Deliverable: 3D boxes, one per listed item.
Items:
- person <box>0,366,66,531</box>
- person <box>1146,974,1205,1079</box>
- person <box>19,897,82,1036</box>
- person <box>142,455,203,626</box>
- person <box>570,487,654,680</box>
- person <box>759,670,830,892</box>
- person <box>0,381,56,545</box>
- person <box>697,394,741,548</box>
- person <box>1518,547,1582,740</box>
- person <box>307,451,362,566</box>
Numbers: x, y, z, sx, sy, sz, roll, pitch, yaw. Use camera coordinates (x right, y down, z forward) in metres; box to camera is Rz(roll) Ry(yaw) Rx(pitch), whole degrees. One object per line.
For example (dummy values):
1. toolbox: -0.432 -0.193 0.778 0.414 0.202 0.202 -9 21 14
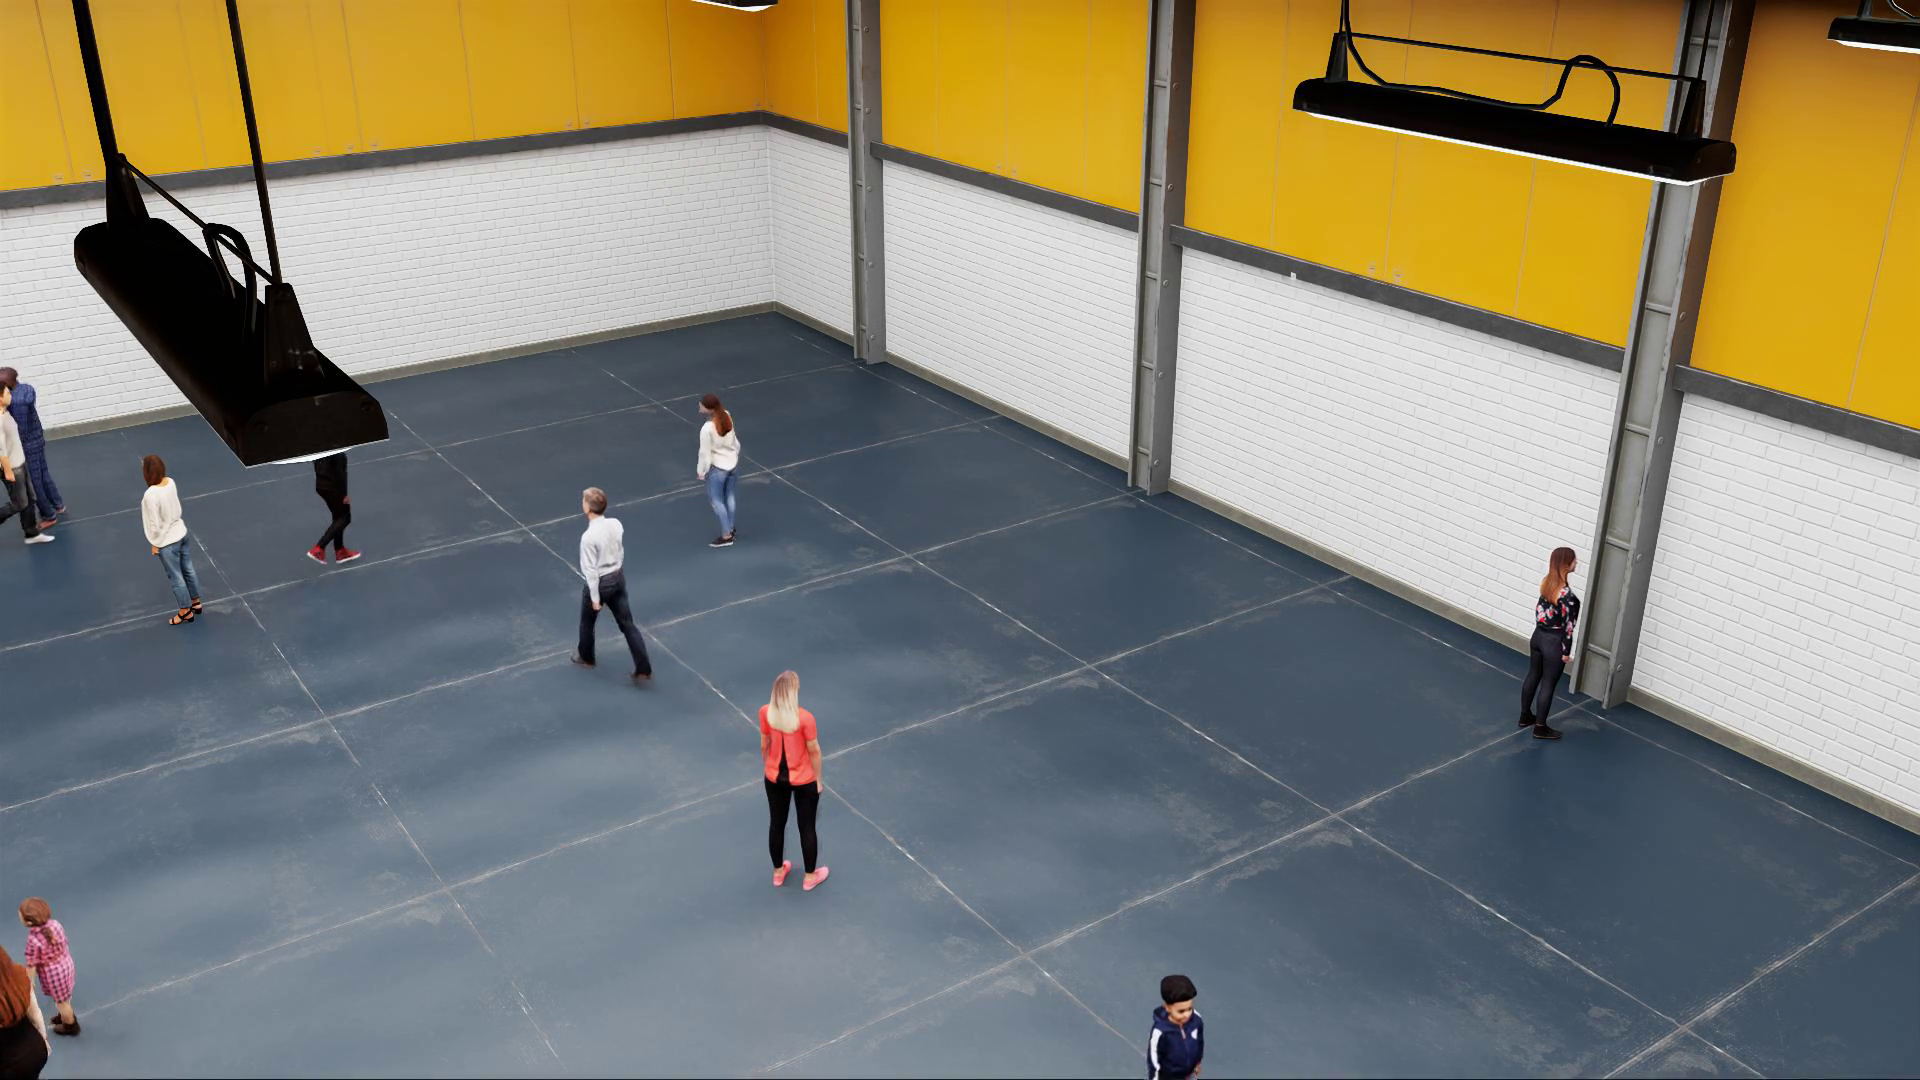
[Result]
1. person: -9.947 -1.022 17.826 0.955 1.796 0.659 -4 24 -8
2. person: 1.200 2.955 9.450 0.569 1.217 0.544 -10 25 -21
3. person: -5.623 2.666 10.358 0.608 1.018 0.549 6 24 13
4. person: -7.443 -0.021 15.678 0.756 1.682 0.683 2 24 6
5. person: -3.028 0.430 14.533 1.278 1.773 0.926 16 28 32
6. person: -1.197 1.689 11.752 0.652 1.693 0.739 7 25 17
7. person: -9.924 -0.749 17.210 0.900 1.787 0.930 -9 25 -21
8. person: -2.469 -0.778 17.423 0.807 1.670 0.747 -20 30 -38
9. person: 4.873 0.830 13.730 0.703 1.683 0.561 -6 24 -13
10. person: -6.378 -0.475 16.757 0.830 1.650 0.776 16 29 33
